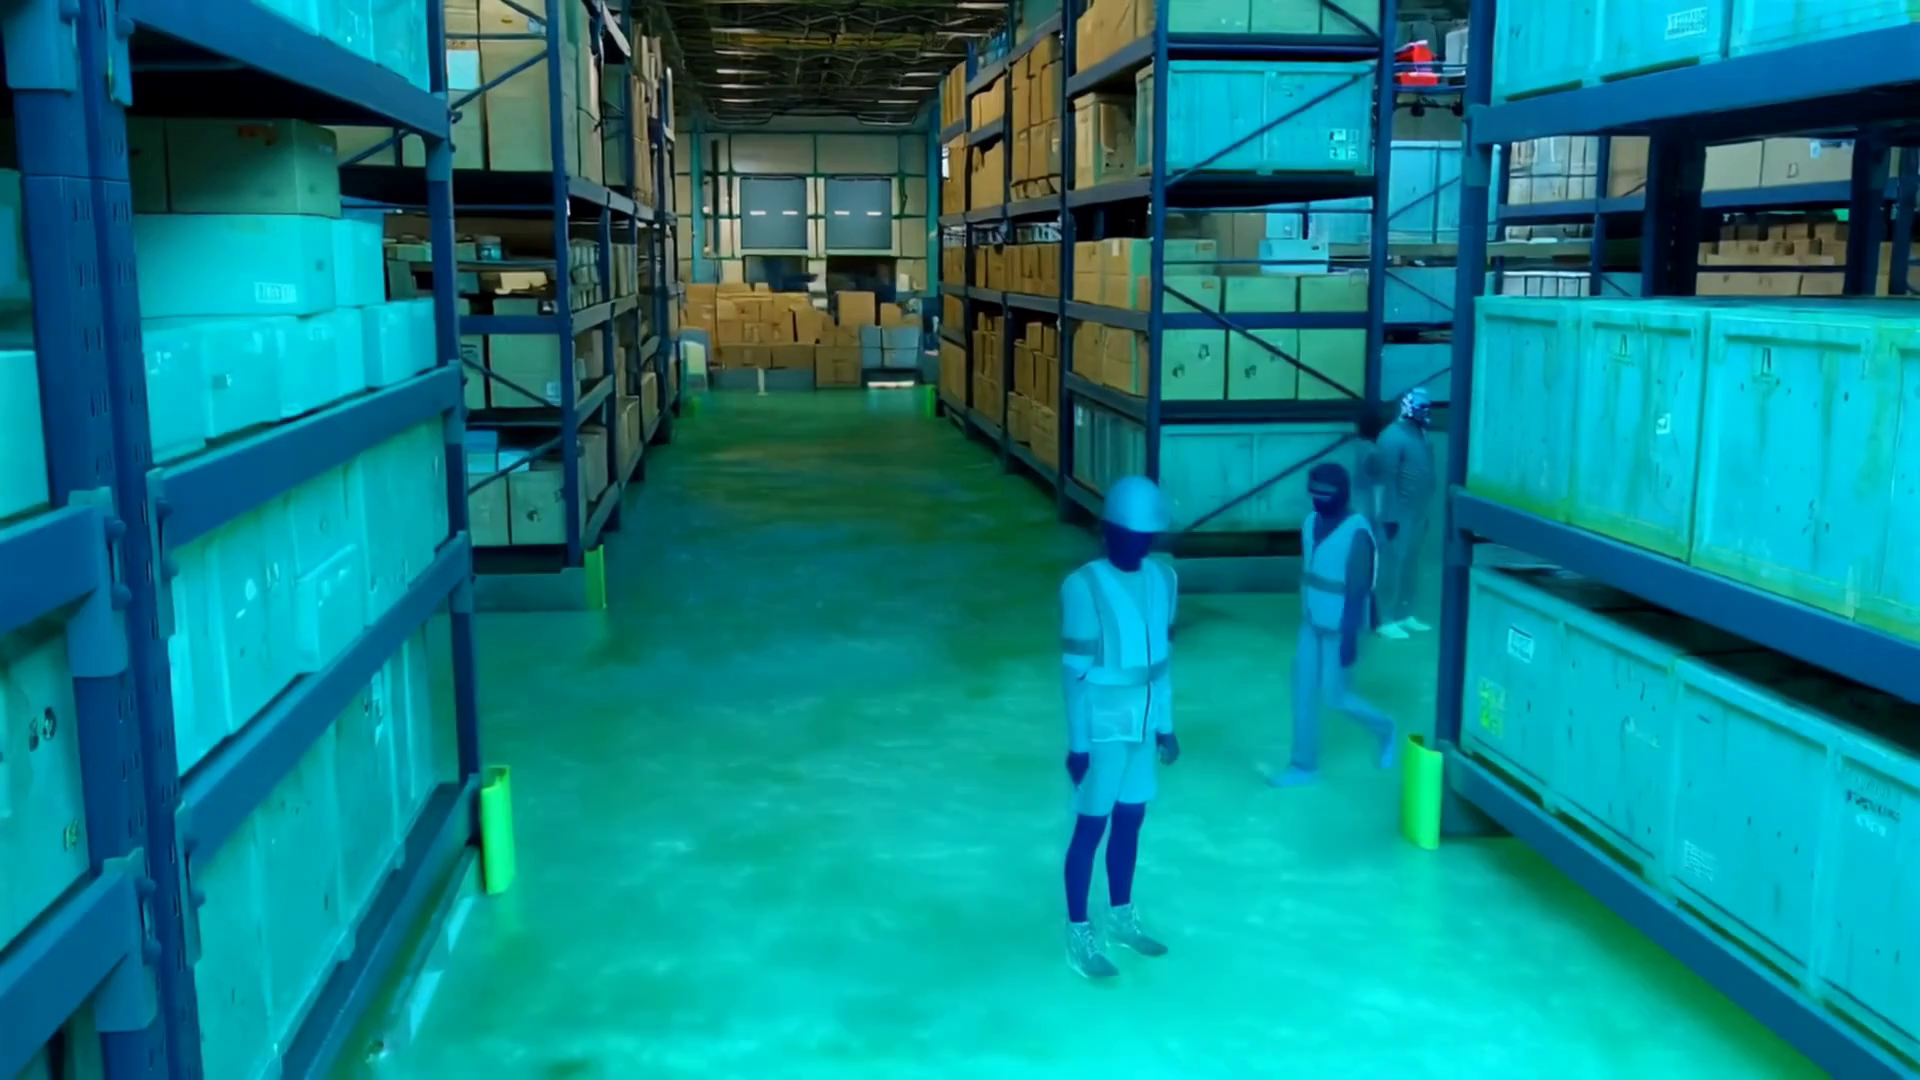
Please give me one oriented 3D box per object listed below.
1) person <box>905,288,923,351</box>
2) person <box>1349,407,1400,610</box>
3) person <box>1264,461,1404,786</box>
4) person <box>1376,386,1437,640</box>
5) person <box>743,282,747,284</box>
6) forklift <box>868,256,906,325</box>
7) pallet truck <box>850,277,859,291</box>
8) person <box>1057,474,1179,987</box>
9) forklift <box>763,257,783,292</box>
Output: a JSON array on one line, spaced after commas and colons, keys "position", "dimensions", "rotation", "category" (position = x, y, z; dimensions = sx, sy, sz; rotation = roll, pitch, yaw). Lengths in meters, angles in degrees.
[{"position": [-1.406, -6.613, 49.978], "dimensions": [0.574, 1.888, 0.991], "rotation": [-4, 11, -24], "category": "person"}, {"position": [3.321, -0.245, 13.477], "dimensions": [0.423, 1.674, 0.562], "rotation": [0, 10, 0], "category": "person"}, {"position": [2.068, 0.464, 8.967], "dimensions": [0.667, 1.815, 0.597], "rotation": [-4, 11, -23], "category": "person"}, {"position": [3.407, -0.212, 12.630], "dimensions": [0.406, 1.910, 0.639], "rotation": [8, 12, 38], "category": "person"}, {"position": [-7.740, -8.320, 59.803], "dimensions": [0.593, 1.915, 0.646], "rotation": [0, 10, -2], "category": "person"}, {"position": [-2.547, -7.926, 54.709], "dimensions": [1.129, 2.768, 1.873], "rotation": [-6, 12, -33], "category": "forklift"}, {"position": [-3.782, -9.391, 65.808], "dimensions": [1.885, 1.965, 0.823], "rotation": [2, 10, 10], "category": "pallet truck"}, {"position": [0.663, 0.746, 6.668], "dimensions": [0.609, 2.040, 0.394], "rotation": [-8, 13, -40], "category": "person"}, {"position": [-4.314, -5.205, 38.867], "dimensions": [1.873, 2.768, 1.129], "rotation": [-1, 10, -7], "category": "forklift"}]
